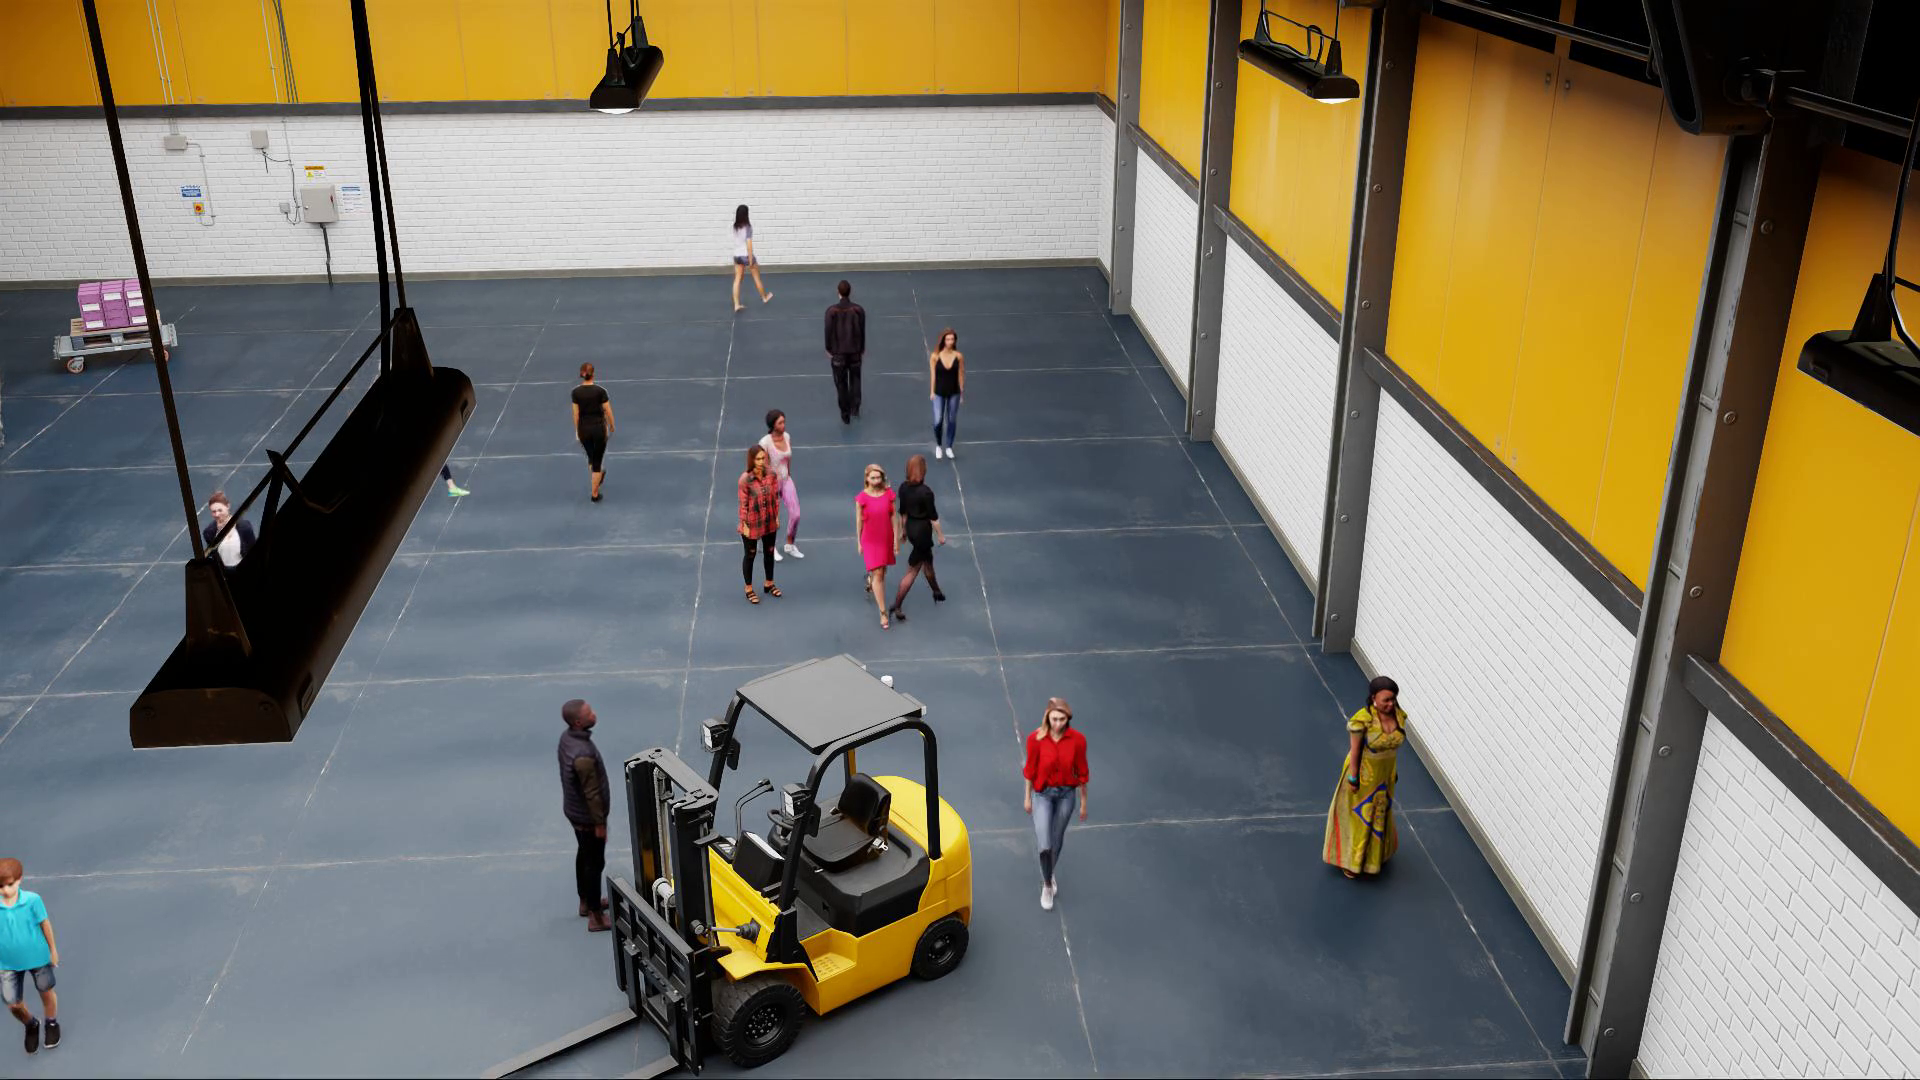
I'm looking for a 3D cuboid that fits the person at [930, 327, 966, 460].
[{"bbox_3d":[-0.189,-1.857,20.864,0.597,1.708,0.612,-4,24,-10],"label":"person"}]

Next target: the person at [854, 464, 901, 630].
[{"bbox_3d":[-0.849,-0.001,16.640,0.770,1.690,1.105,-9,25,-19],"label":"person"}]

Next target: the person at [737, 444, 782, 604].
[{"bbox_3d":[-2.060,-0.182,17.042,0.697,1.700,0.716,-16,28,-33],"label":"person"}]

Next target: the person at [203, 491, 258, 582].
[{"bbox_3d":[-6.940,0.283,16.049,0.629,1.643,0.974,-6,24,-13],"label":"person"}]

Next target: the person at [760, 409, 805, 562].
[{"bbox_3d":[-2.041,-0.597,17.957,0.754,1.728,0.812,-20,31,-38],"label":"person"}]

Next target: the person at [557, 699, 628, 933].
[{"bbox_3d":[-2.684,1.960,11.972,0.827,1.835,0.648,-11,26,-23],"label":"person"}]

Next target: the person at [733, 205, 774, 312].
[{"bbox_3d":[-3.574,-4.566,27.071,0.975,1.699,1.119,14,27,28],"label":"person"}]

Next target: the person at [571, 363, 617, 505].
[{"bbox_3d":[-4.331,-1.227,19.512,0.722,1.636,1.049,3,24,7],"label":"person"}]

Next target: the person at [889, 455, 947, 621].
[{"bbox_3d":[-0.473,0.016,16.639,1.058,1.660,1.068,-17,29,-33],"label":"person"}]

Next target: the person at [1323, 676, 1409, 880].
[{"bbox_3d":[3.126,1.767,12.633,0.980,1.660,0.962,-12,27,-26],"label":"person"}]

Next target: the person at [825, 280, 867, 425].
[{"bbox_3d":[-1.495,-2.463,22.017,0.735,1.895,0.815,-5,24,-11],"label":"person"}]

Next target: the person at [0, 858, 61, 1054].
[{"bbox_3d":[-6.111,2.663,10.858,0.598,1.441,0.607,-9,25,-20],"label":"person"}]

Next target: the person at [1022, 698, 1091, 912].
[{"bbox_3d":[0.695,1.871,12.358,0.623,1.690,0.686,-2,24,-6],"label":"person"}]
